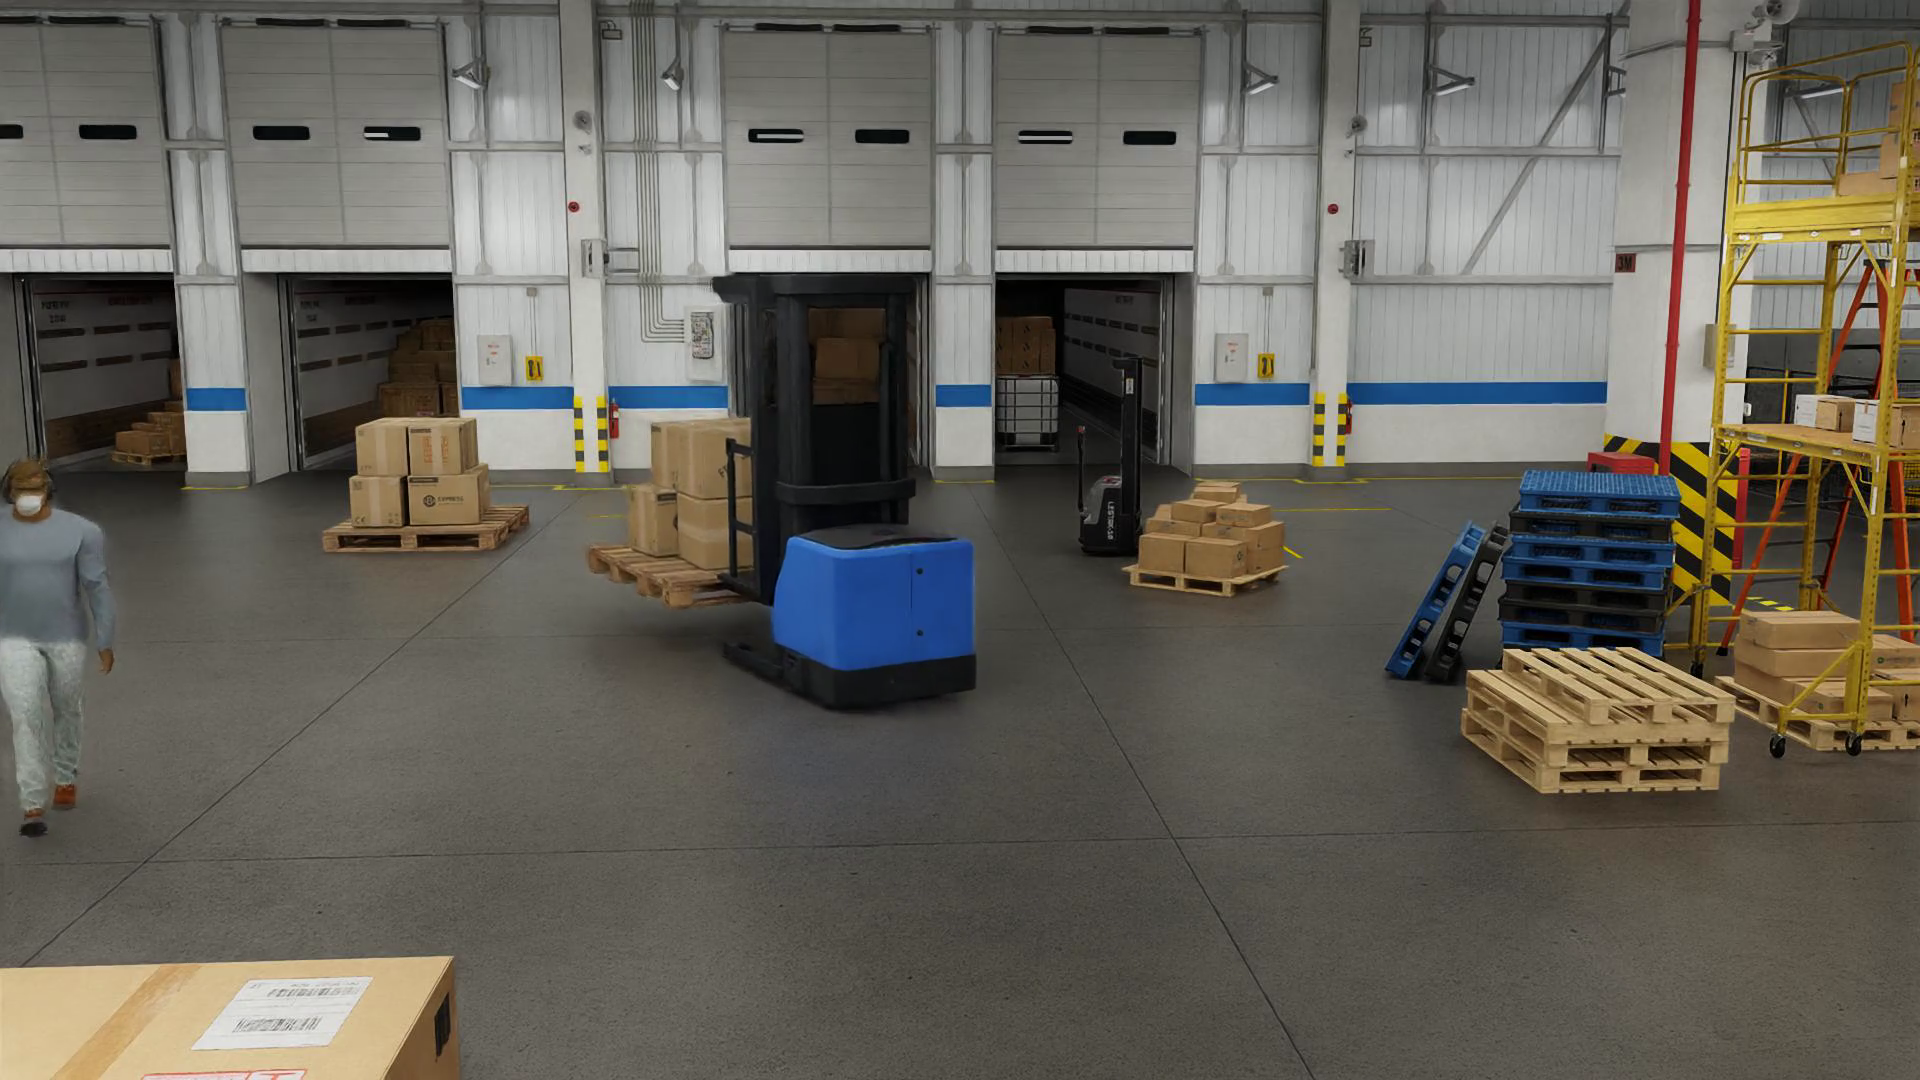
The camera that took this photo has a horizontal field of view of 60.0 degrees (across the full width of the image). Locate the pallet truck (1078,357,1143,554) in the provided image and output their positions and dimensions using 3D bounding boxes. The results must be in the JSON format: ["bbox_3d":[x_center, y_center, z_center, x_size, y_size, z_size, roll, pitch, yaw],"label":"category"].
[{"bbox_3d":[2.088,-0.836,16.757,1.885,1.965,0.823,2,9,13],"label":"pallet truck"}]

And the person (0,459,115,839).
[{"bbox_3d":[-4.652,0.540,8.454,0.658,1.885,1.000,-4,10,-26],"label":"person"}]

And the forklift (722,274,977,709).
[{"bbox_3d":[-0.776,-0.420,11.382,1.129,2.768,1.873,-5,10,-30],"label":"forklift"}]
